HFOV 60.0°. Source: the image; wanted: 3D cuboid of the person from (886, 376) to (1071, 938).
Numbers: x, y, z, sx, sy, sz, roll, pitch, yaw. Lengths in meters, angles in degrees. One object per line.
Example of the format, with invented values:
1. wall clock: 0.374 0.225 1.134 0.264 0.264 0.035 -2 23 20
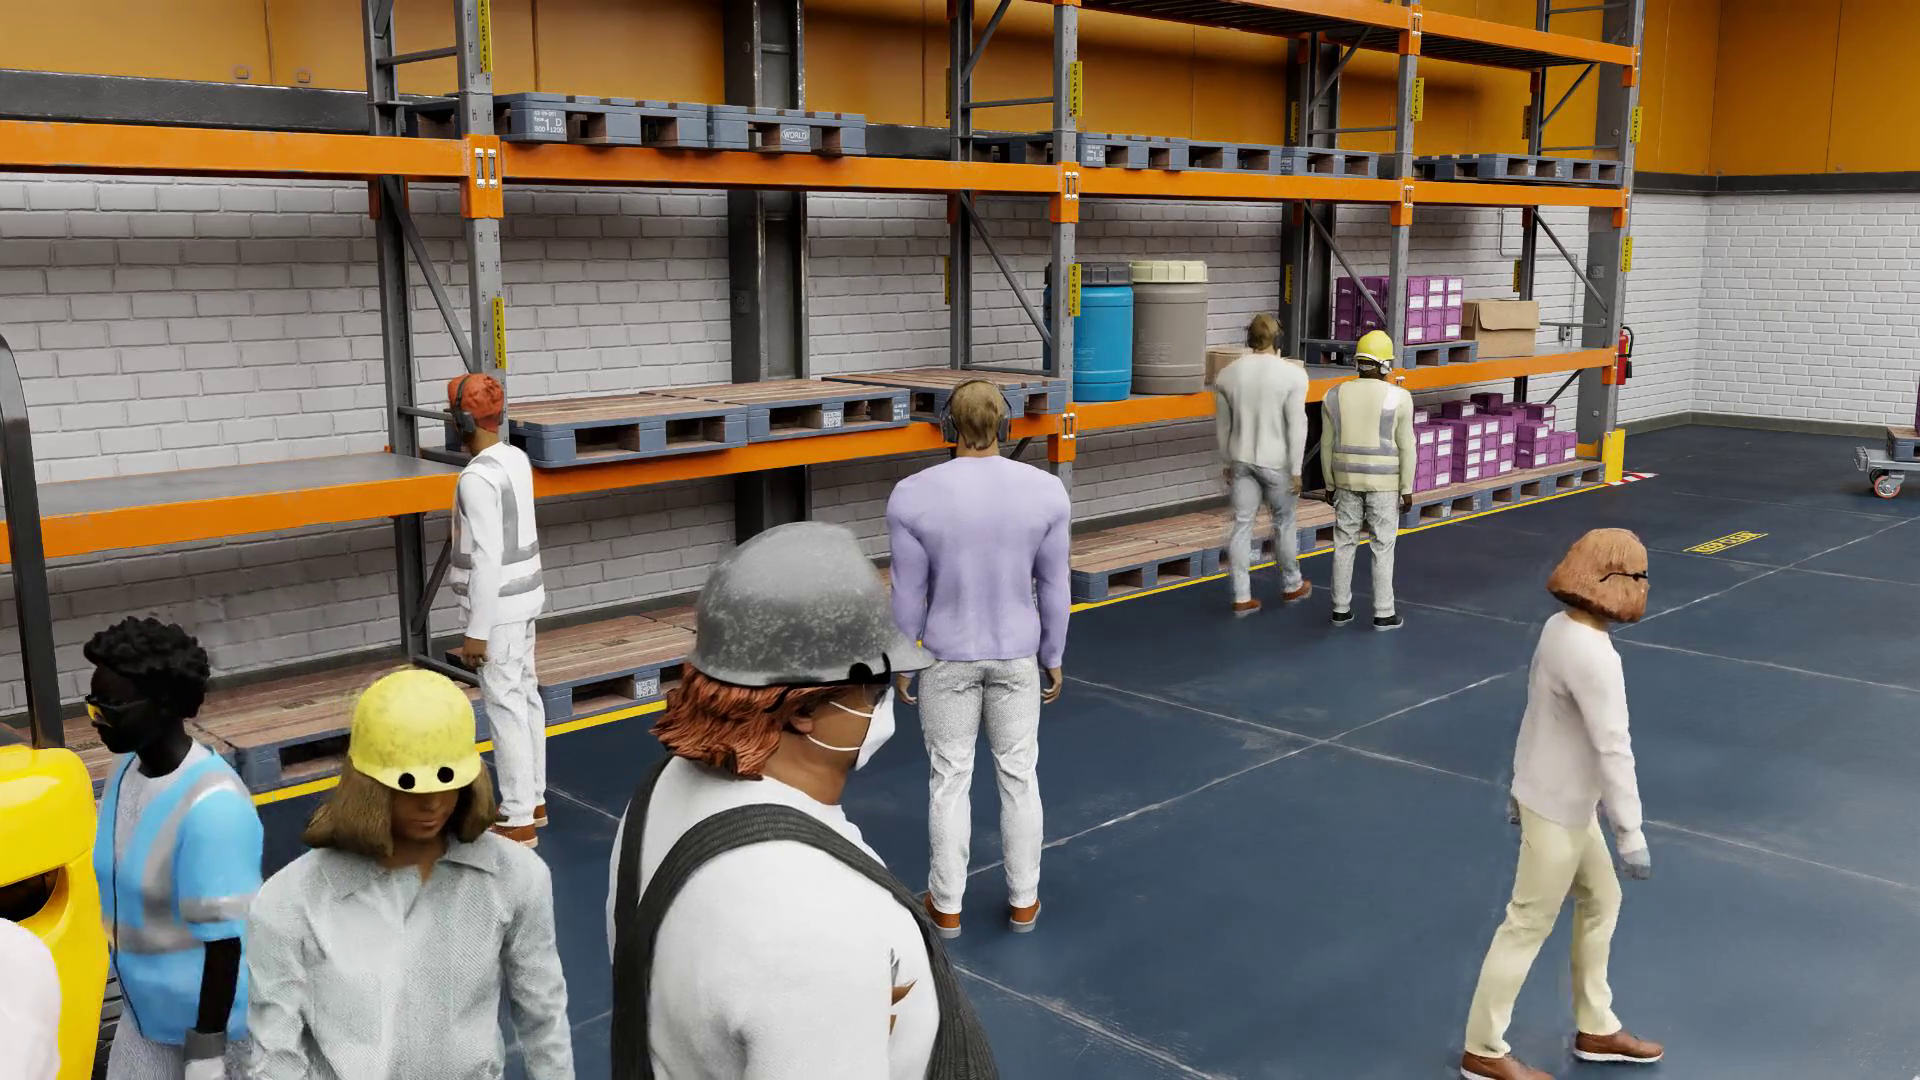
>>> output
1. person: 0.064 0.408 5.697 0.631 1.940 0.372 -1 10 -7

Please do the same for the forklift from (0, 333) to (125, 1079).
1. forklift: -3.289 0.485 4.582 1.214 2.155 2.313 -10 14 -44

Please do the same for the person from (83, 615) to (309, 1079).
1. person: -1.604 0.967 3.468 0.540 1.637 0.891 8 13 37

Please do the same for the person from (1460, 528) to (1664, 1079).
1. person: 1.766 0.766 4.642 0.722 1.605 0.511 2 11 10

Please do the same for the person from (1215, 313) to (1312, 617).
1. person: 1.978 -0.491 10.667 0.644 1.909 0.828 7 12 33

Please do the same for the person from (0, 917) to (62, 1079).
1. person: -1.398 1.118 2.048 0.961 1.867 0.655 7 12 32

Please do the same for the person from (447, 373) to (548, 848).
1. person: -1.817 0.286 6.521 0.358 1.881 0.574 0 10 0

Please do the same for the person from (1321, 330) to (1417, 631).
1. person: 2.498 -0.358 10.166 0.591 1.833 0.403 7 12 32

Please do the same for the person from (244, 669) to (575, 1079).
1. person: -0.883 1.053 2.754 0.513 1.723 0.459 -6 12 -31
